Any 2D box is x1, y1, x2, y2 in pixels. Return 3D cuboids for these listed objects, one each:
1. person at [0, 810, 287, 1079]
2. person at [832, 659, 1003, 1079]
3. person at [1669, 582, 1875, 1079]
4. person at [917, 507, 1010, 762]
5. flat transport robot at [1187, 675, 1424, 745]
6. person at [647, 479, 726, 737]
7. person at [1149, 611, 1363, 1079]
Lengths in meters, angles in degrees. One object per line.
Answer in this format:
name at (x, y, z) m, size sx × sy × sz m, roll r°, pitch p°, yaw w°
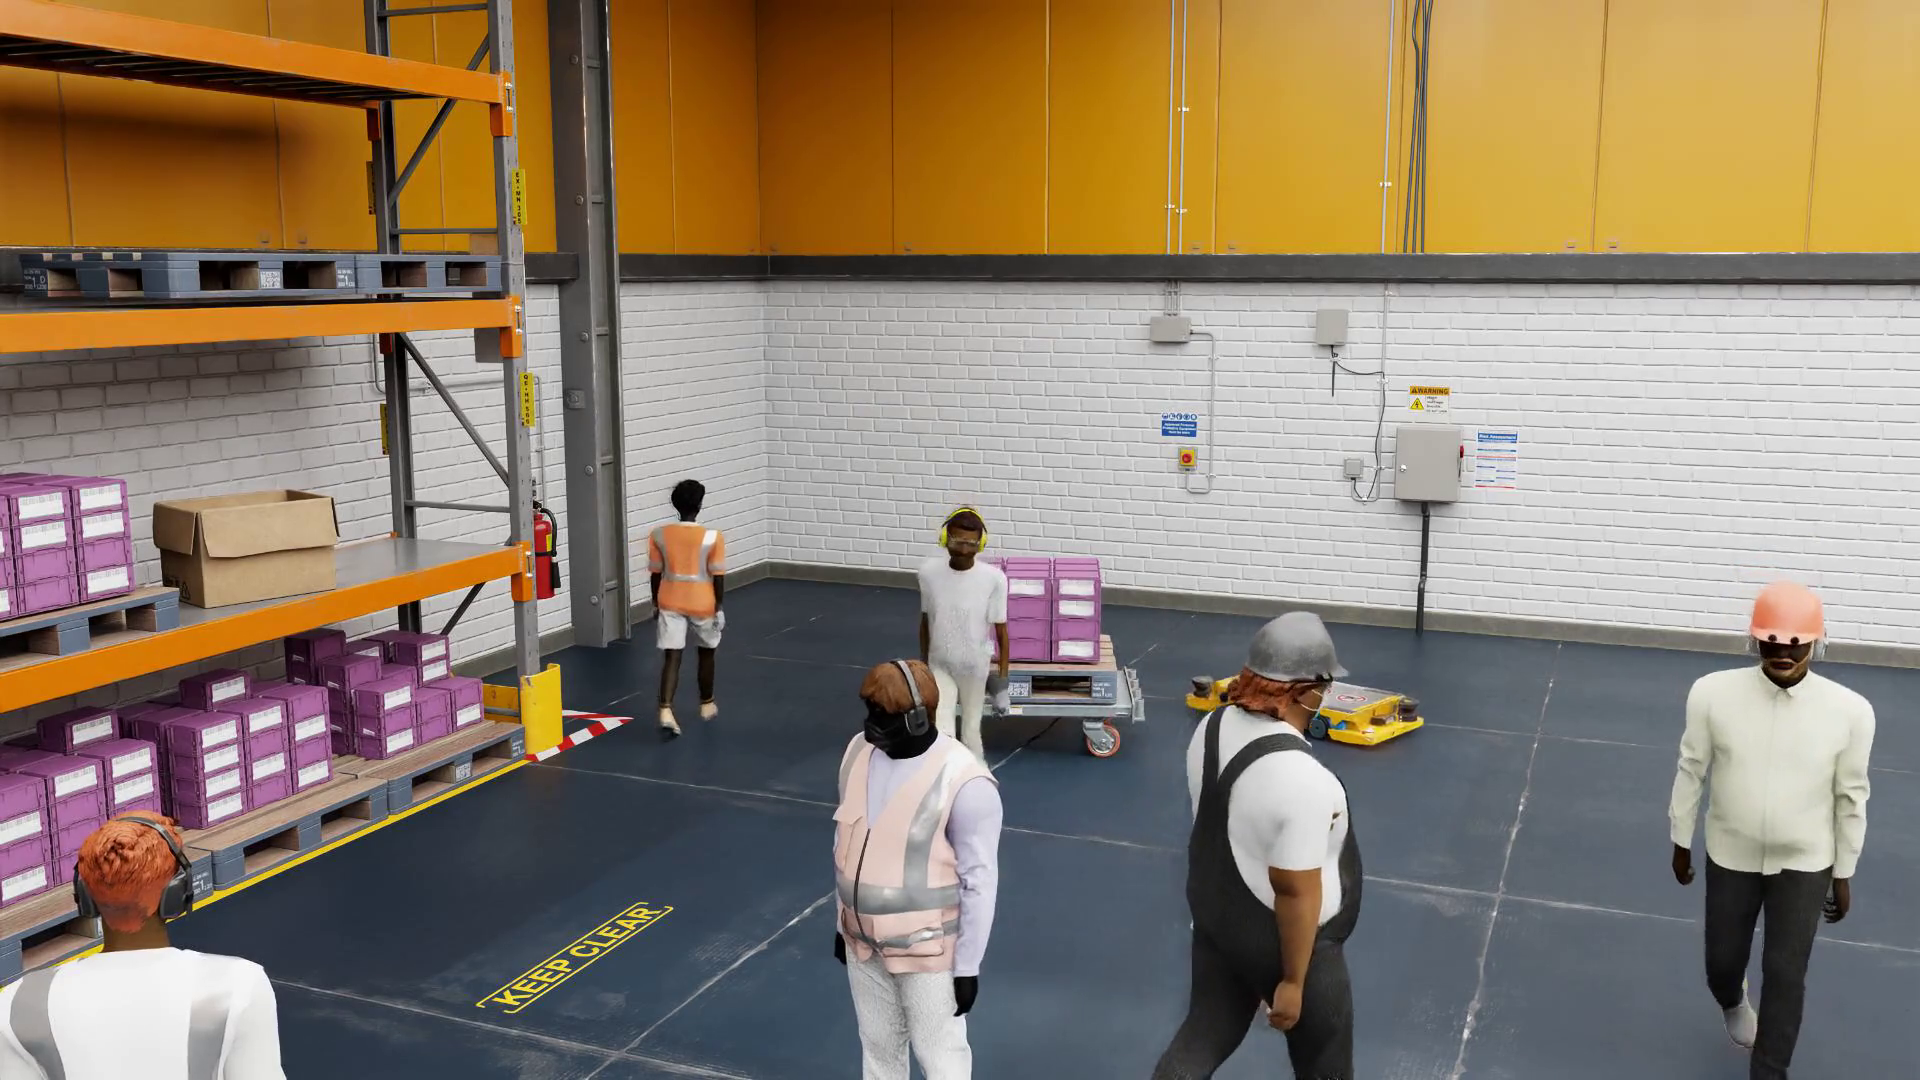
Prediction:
person at (-1.734, 1.507, 3.629) m, size 0.574 × 1.883 × 0.355 m, roll -2°, pitch 10°, yaw -10°
person at (-0.175, 1.267, 5.224) m, size 0.619 × 1.839 × 0.430 m, roll 8°, pitch 12°, yaw 41°
person at (2.878, 1.081, 5.949) m, size 0.631 × 1.968 × 0.718 m, roll 5°, pitch 10°, yaw 26°
person at (0.010, 0.713, 8.690) m, size 0.528 × 1.811 × 0.963 m, roll 2°, pitch 10°, yaw 12°
flat transport robot at (2.281, 1.083, 11.074) m, size 1.431 × 0.197 × 0.652 m, roll 9°, pitch 13°, yaw 44°
person at (-1.783, 0.436, 10.808) m, size 0.534 × 1.662 × 0.833 m, roll 1°, pitch 9°, yaw 6°
person at (0.924, 1.169, 5.198) m, size 0.988 × 2.000 × 0.683 m, roll -4°, pitch 10°, yaw -24°
